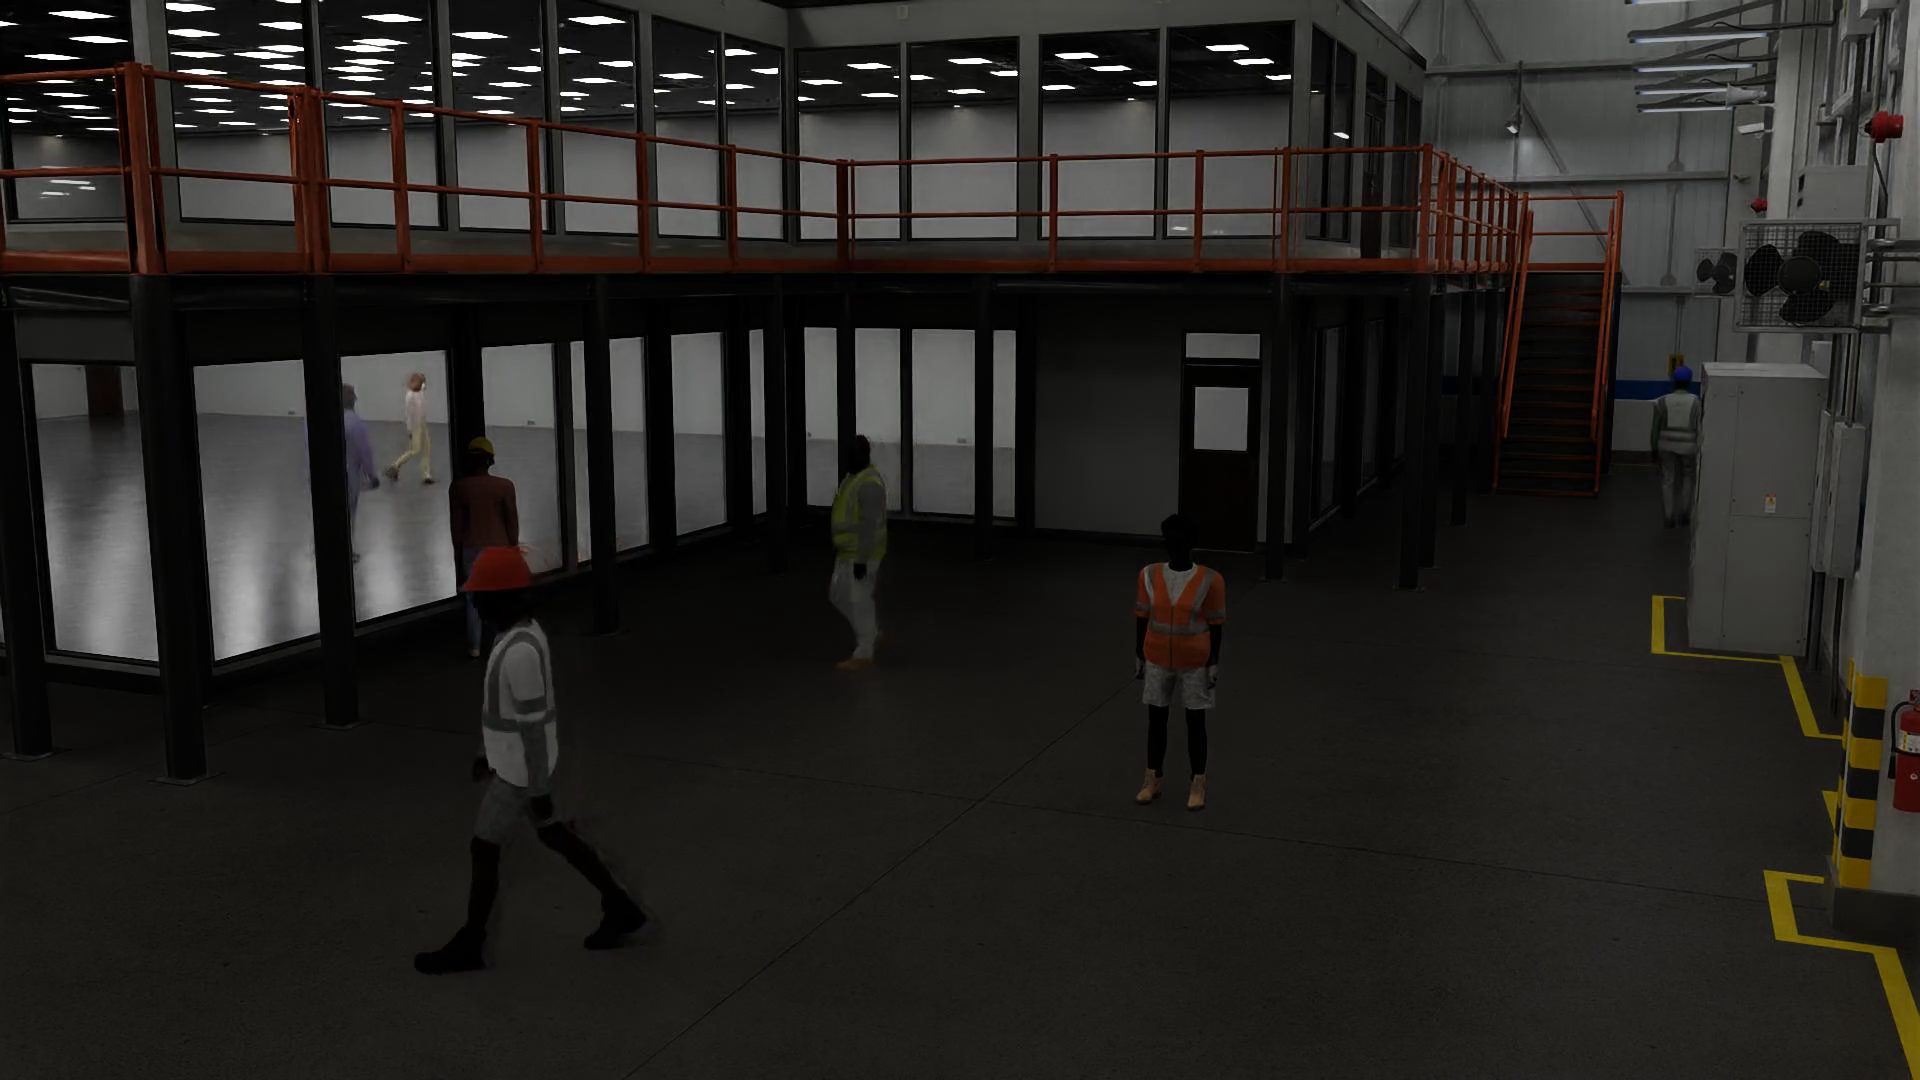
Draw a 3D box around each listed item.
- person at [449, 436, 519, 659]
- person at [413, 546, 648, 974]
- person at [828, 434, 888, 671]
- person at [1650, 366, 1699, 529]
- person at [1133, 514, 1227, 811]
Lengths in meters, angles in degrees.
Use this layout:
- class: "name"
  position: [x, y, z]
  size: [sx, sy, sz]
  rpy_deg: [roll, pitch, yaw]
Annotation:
- class: "person"
  position: [-3.740, 0.064, 13.123]
  size: [0.522, 1.762, 0.320]
  rpy_deg: [-2, 9, -10]
- class: "person"
  position: [-1.873, 0.950, 7.278]
  size: [0.993, 1.900, 0.564]
  rpy_deg: [-2, 9, -11]
- class: "person"
  position: [-0.778, 0.101, 12.704]
  size: [0.437, 1.830, 0.627]
  rpy_deg: [-3, 10, -20]
- class: "person"
  position: [8.609, -1.116, 19.901]
  size: [0.645, 1.913, 0.867]
  rpy_deg: [5, 11, 30]
- class: "person"
  position: [1.235, 0.690, 9.457]
  size: [0.539, 1.696, 0.317]
  rpy_deg: [4, 10, 22]
